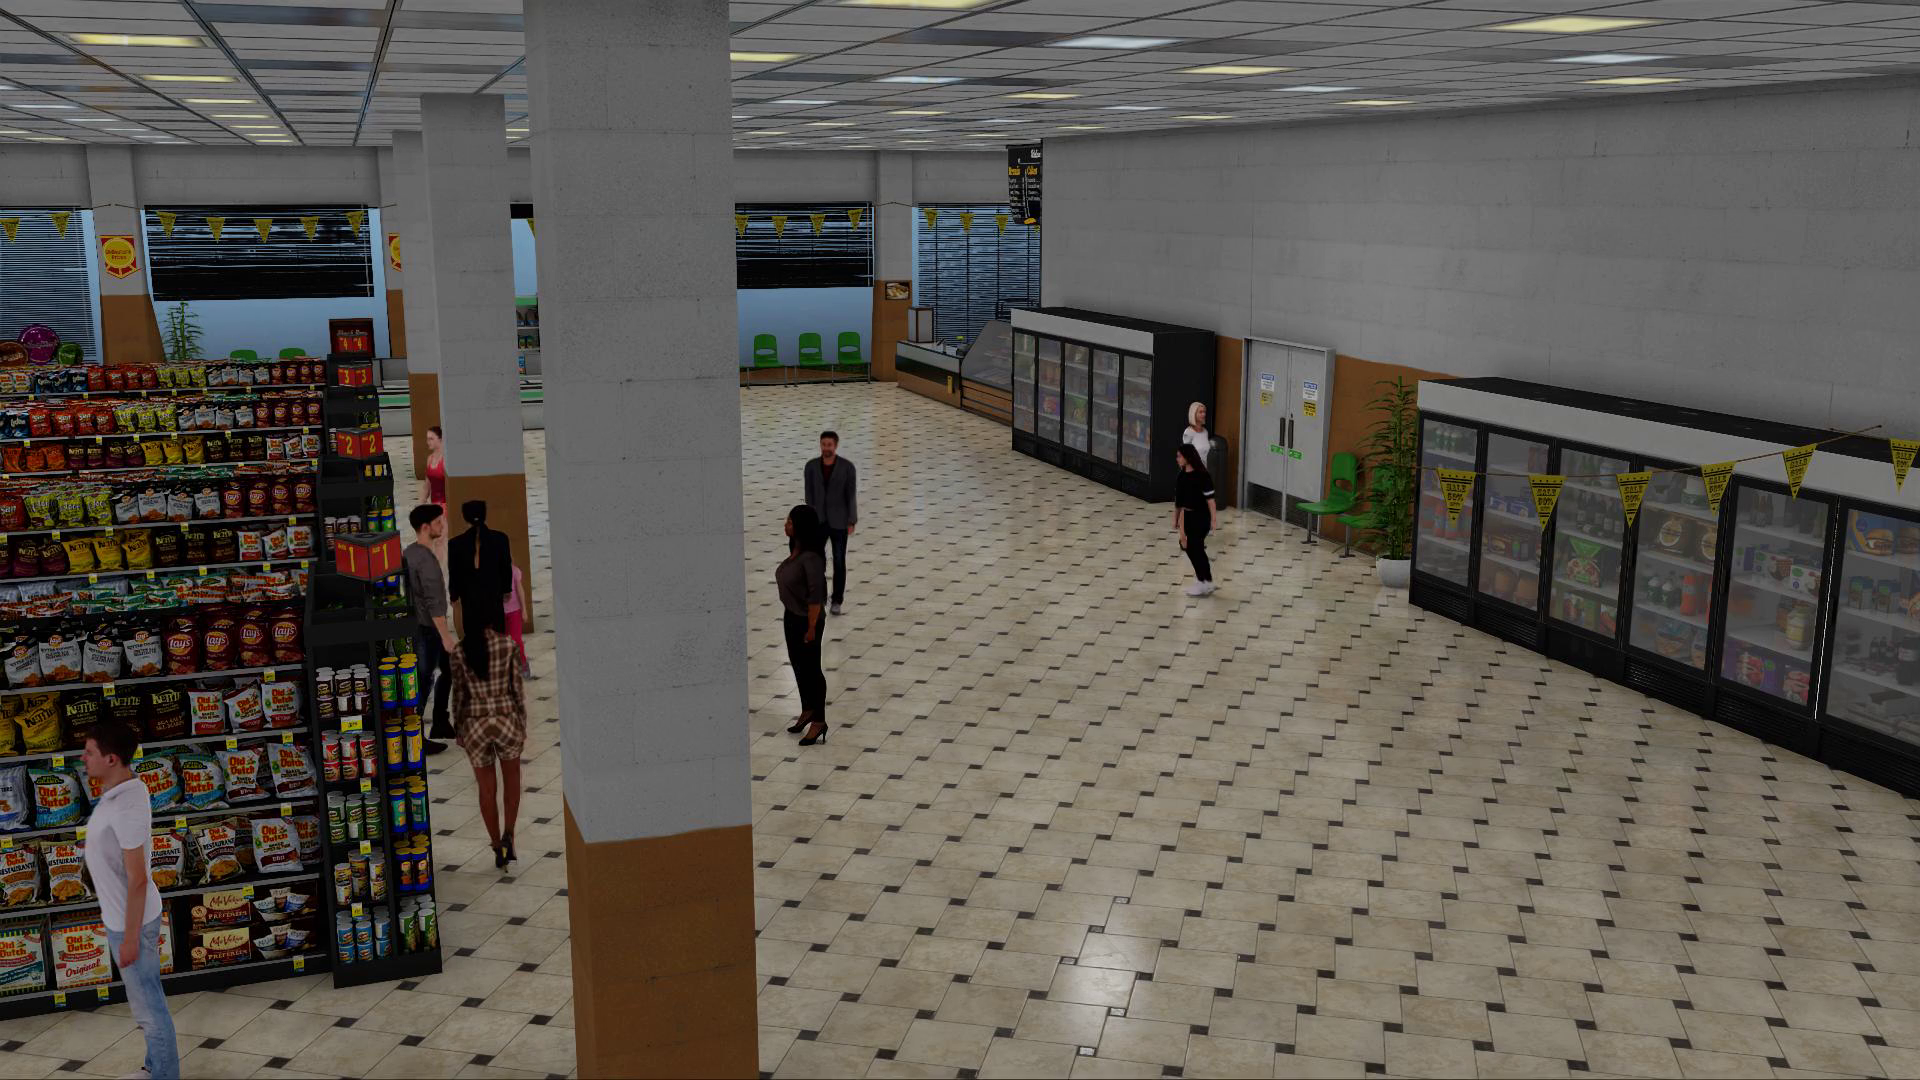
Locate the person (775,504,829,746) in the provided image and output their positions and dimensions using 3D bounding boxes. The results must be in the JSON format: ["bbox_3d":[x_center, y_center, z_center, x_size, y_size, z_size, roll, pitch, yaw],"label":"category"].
[{"bbox_3d":[-1.176,0.634,12.722,0.572,1.842,0.634,-4,13,-19],"label":"person"}]

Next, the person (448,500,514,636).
[{"bbox_3d":[-3.971,0.496,13.802,0.625,1.666,0.796,-7,14,-29],"label":"person"}]

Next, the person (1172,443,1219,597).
[{"bbox_3d":[2.511,-0.198,17.261,0.743,1.599,0.679,-11,16,-41],"label":"person"}]

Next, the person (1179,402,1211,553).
[{"bbox_3d":[2.741,-0.753,19.530,0.702,1.751,0.588,11,16,43],"label":"person"}]

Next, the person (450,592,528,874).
[{"bbox_3d":[-2.846,1.208,10.135,0.552,1.784,0.657,-3,12,-16],"label":"person"}]

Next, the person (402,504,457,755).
[{"bbox_3d":[-4.067,0.683,12.388,0.724,1.884,0.720,-5,13,-22],"label":"person"}]

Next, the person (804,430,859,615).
[{"bbox_3d":[-1.280,-0.184,16.566,0.776,1.860,0.891,2,12,7],"label":"person"}]

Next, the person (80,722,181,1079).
[{"bbox_3d":[-3.761,1.713,7.574,0.586,1.851,0.675,-6,13,-28],"label":"person"}]
